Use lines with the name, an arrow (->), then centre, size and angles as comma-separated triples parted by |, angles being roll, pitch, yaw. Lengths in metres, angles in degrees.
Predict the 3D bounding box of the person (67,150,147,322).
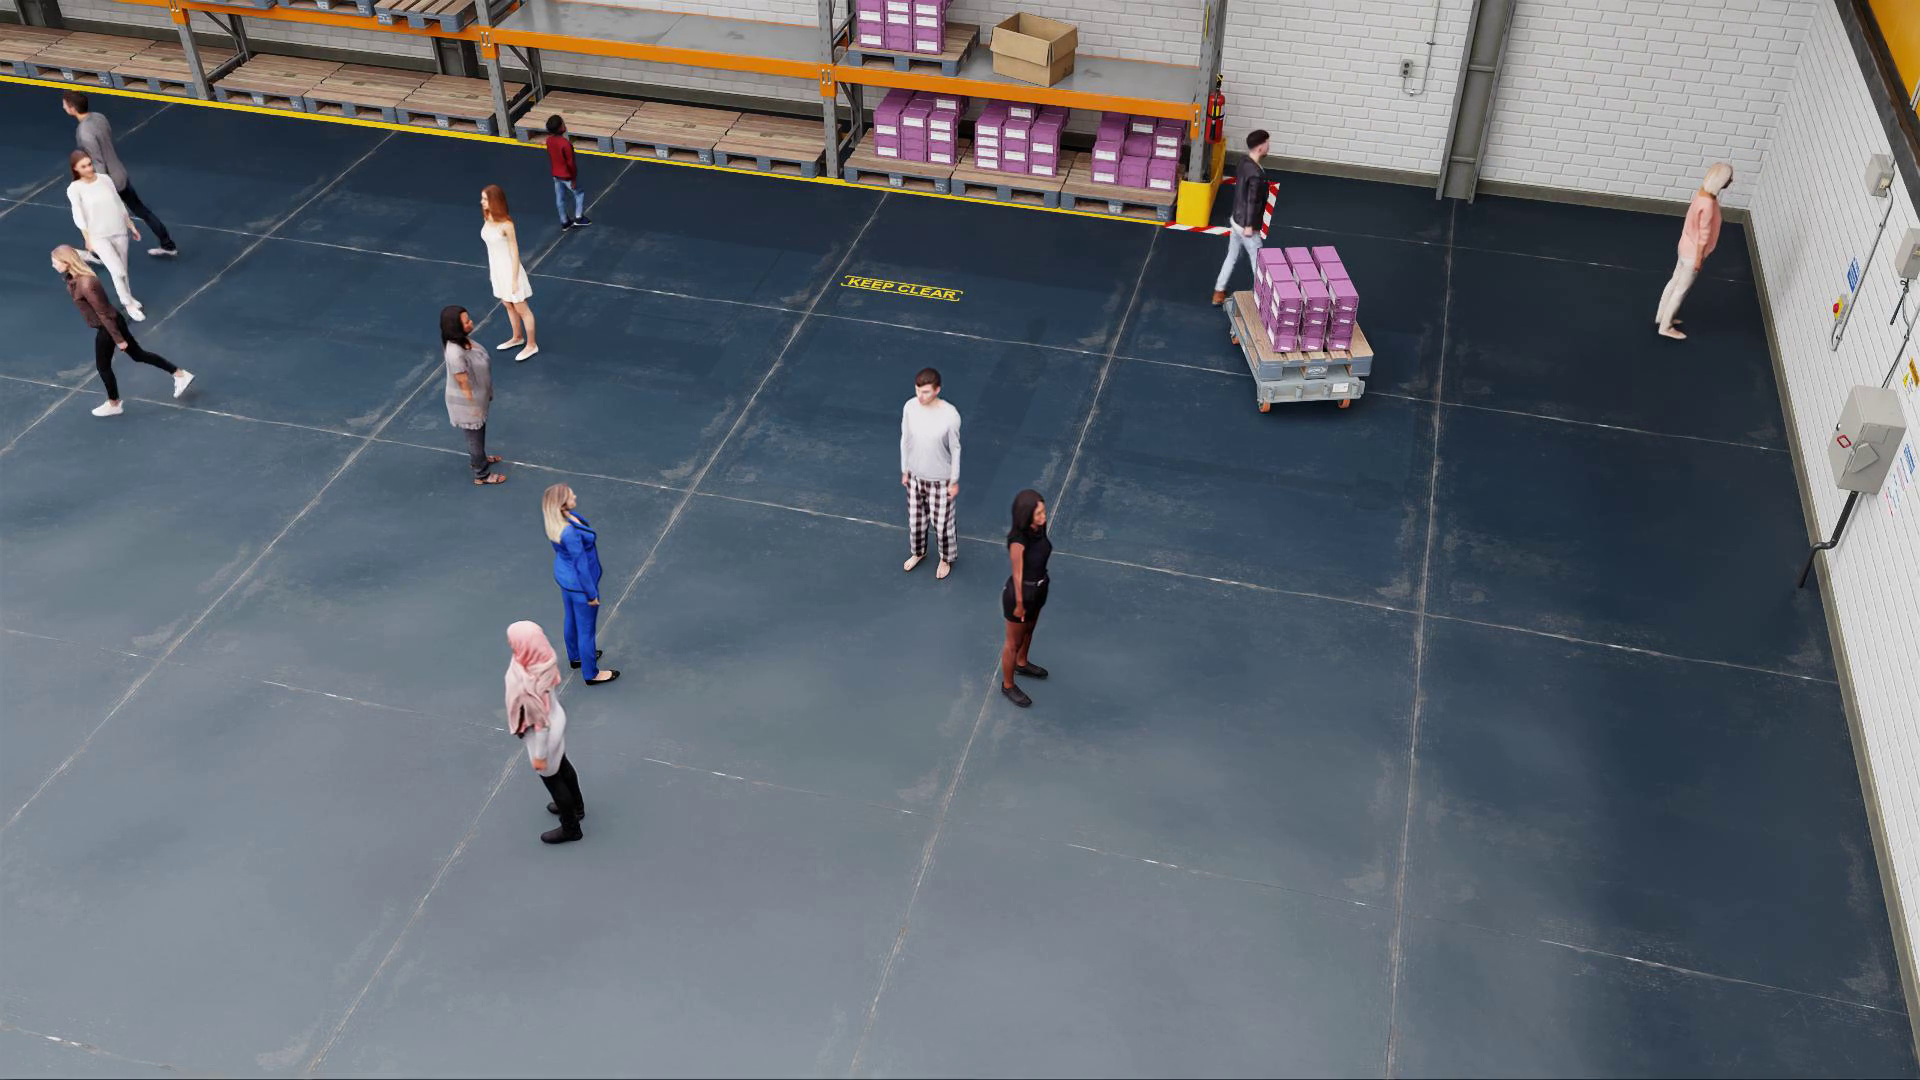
person -> -8.133, -2.929, 15.758 | 0.816, 1.673, 0.708 | 19, 42, 22

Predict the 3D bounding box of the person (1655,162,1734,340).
person -> 6.808, -2.710, 15.442 | 0.532, 1.725, 0.613 | 7, 39, 8

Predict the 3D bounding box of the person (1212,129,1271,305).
person -> 2.640, -3.002, 15.737 | 1.084, 1.814, 0.930 | -6, 39, -8

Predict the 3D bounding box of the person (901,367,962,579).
person -> -0.219, -0.519, 12.600 | 0.533, 1.847, 0.716 | 15, 41, 18

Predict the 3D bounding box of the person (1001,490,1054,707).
person -> 0.464, 0.367, 11.577 | 0.562, 1.740, 0.633 | 16, 41, 19

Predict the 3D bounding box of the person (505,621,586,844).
person -> -2.612, 1.206, 10.475 | 0.673, 1.803, 0.695 | 0, 39, 0

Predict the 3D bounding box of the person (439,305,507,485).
person -> -4.046, -1.208, 13.653 | 0.814, 1.611, 0.764 | -13, 40, -16

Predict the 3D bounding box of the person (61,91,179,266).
person -> -8.293, -3.540, 16.406 | 1.282, 1.818, 0.931 | 0, 39, -1

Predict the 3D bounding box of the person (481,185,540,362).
person -> -4.116, -2.451, 15.128 | 0.608, 1.711, 0.704 | 31, 48, 33

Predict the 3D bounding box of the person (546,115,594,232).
person -> -4.121, -3.756, 17.135 | 0.548, 1.247, 0.639 | 21, 43, 24

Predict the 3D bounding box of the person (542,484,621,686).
person -> -2.709, 0.296, 11.697 | 0.765, 1.700, 0.690 | -23, 44, -26

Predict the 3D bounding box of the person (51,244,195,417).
person -> -7.259, -1.834, 14.404 | 1.170, 1.651, 1.057 | -18, 42, -21
